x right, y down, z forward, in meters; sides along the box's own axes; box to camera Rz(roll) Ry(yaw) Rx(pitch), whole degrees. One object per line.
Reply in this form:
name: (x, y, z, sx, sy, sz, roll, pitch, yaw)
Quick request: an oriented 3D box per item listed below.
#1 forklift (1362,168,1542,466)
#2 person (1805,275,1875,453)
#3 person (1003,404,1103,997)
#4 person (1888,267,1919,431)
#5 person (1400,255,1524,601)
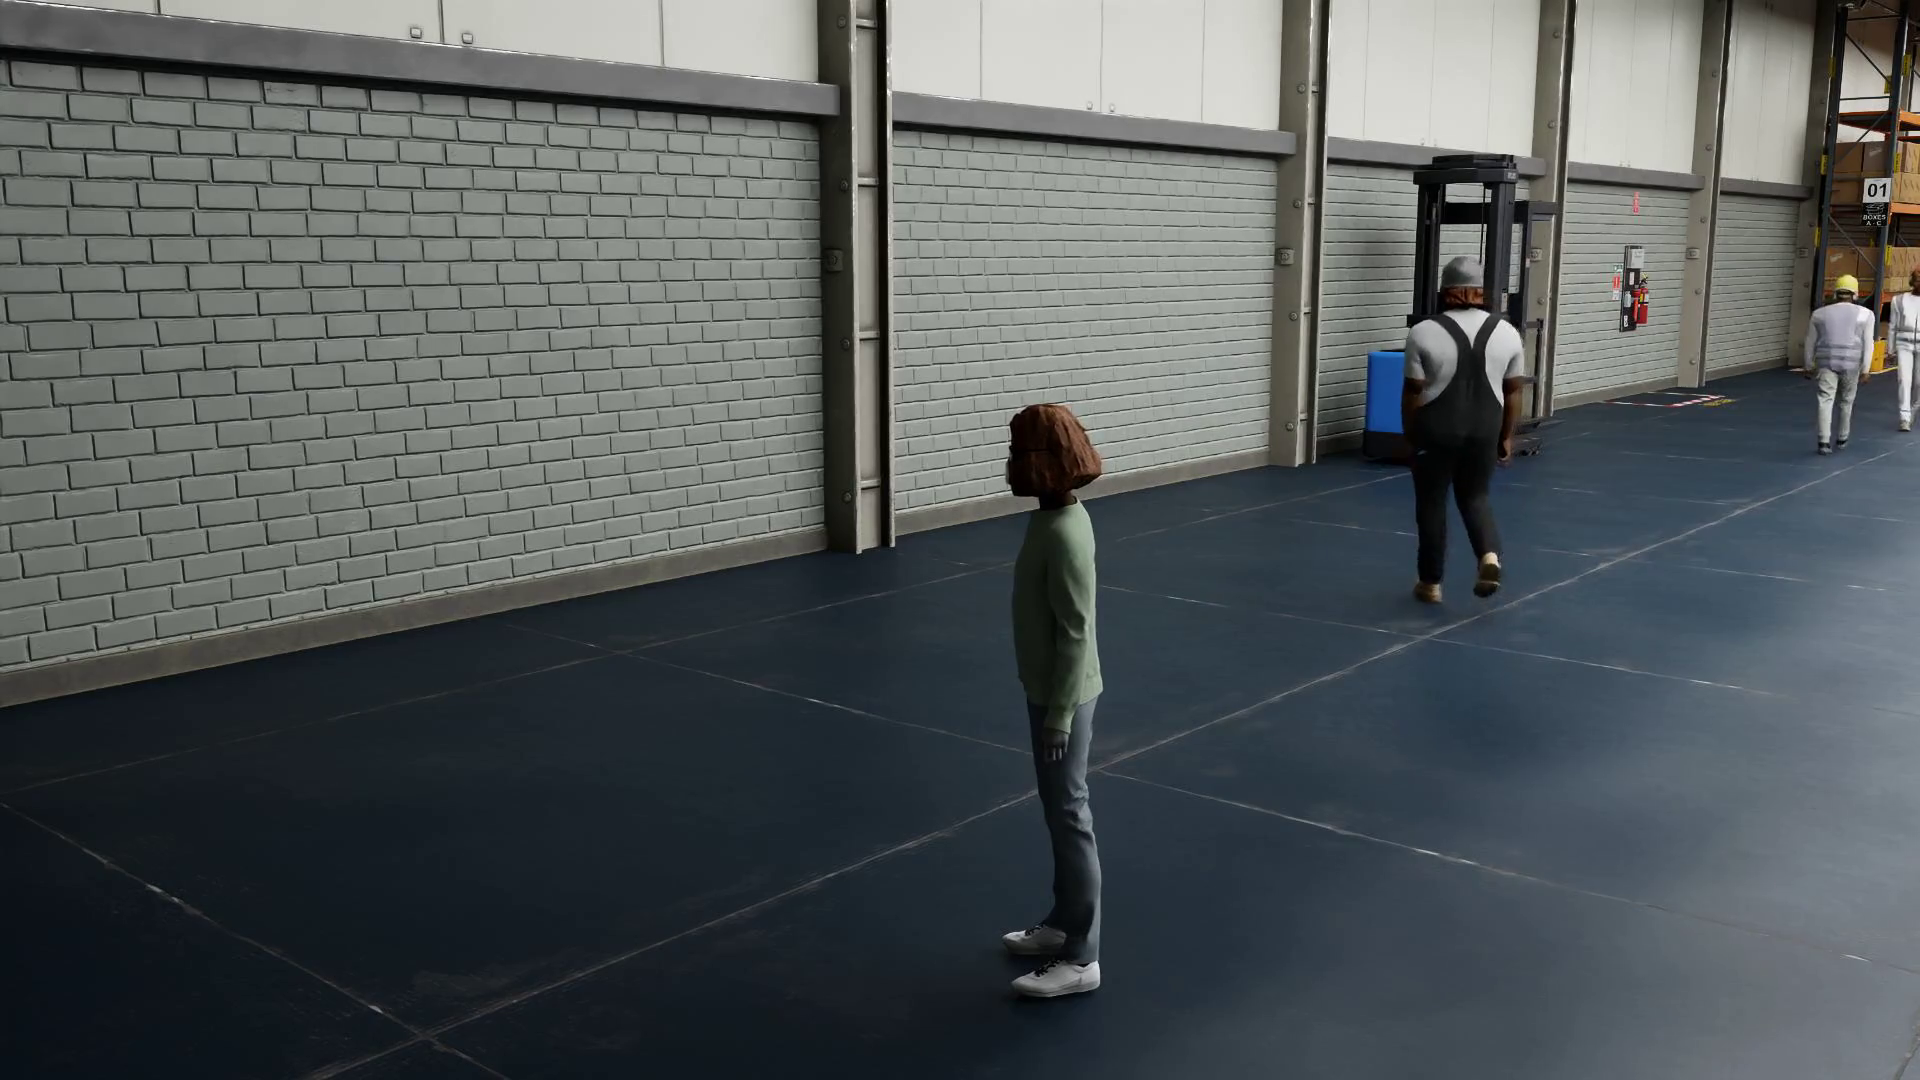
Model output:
forklift: (4.875, -2.212, 16.287, 1.129, 2.768, 1.873, 8, 13, 40)
person: (8.897, -1.785, 16.859, 0.613, 1.783, 0.925, 6, 12, 30)
person: (0.257, 0.440, 4.614, 0.268, 1.632, 0.507, 0, 10, -2)
person: (10.935, -2.199, 19.042, 0.574, 1.858, 0.824, 5, 11, 28)
person: (2.870, -0.623, 9.628, 0.684, 2.000, 0.659, 0, 10, -3)
